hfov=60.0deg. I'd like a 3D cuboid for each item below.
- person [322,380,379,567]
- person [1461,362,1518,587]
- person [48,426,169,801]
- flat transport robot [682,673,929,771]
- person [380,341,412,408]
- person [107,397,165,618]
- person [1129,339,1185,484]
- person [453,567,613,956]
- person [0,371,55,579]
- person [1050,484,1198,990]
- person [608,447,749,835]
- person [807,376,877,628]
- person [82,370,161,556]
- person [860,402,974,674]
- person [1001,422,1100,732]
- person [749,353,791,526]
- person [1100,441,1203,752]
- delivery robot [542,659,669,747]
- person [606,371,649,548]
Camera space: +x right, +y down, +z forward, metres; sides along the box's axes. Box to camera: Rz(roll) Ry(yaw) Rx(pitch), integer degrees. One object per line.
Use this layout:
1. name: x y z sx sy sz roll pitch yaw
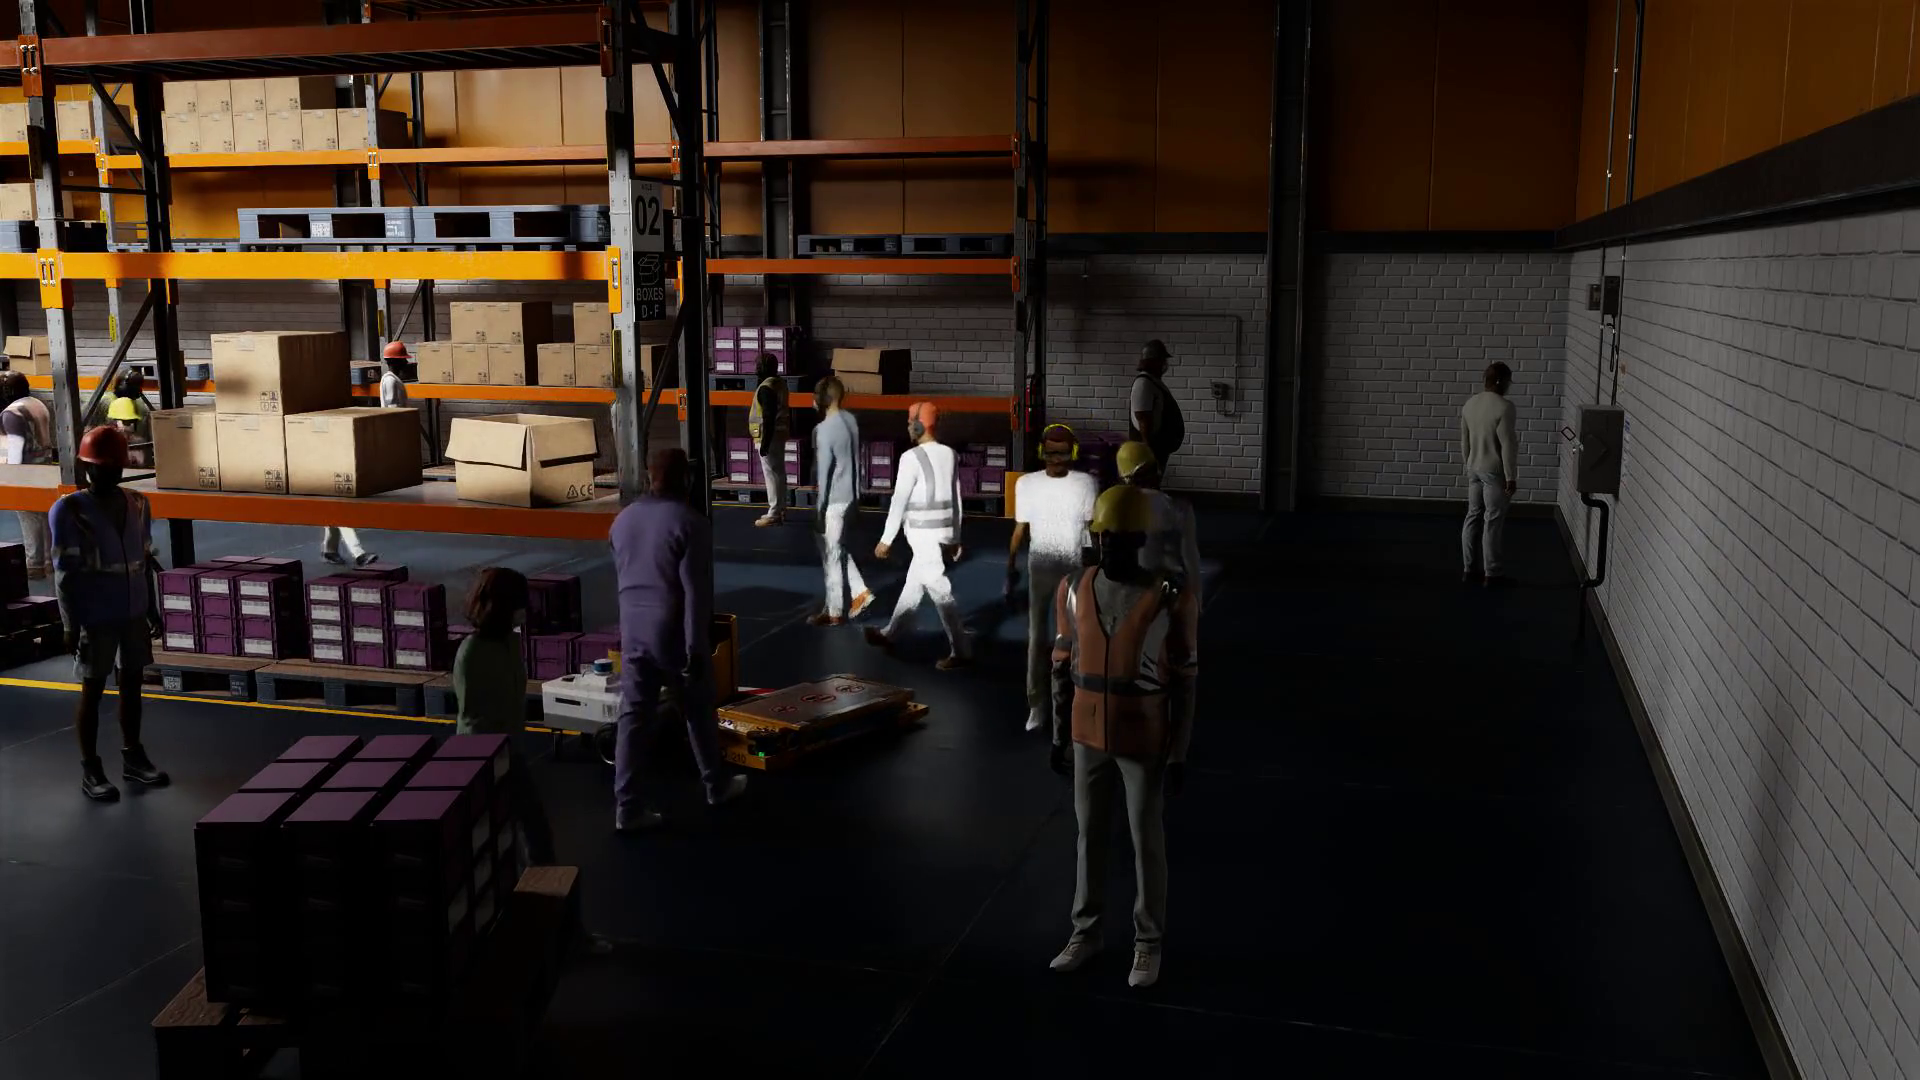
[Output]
1. person: -5.561 -0.621 15.097 0.948 1.784 0.612 6 11 32
2. person: 4.572 -0.566 14.340 0.371 1.936 0.627 -4 10 -22
3. person: -4.387 0.369 8.634 0.376 1.933 0.551 5 11 28
4. flat transport robot: -0.870 1.030 9.667 0.652 0.197 1.431 7 12 36
5. person: -6.113 -1.186 18.110 0.357 1.938 0.543 -4 10 -22
6. person: -6.485 -0.239 12.922 0.438 1.748 0.523 2 10 13
7. person: 1.933 -0.947 16.334 0.537 2.000 0.682 2 10 12
8. person: -1.875 0.885 6.567 0.882 1.587 0.513 2 10 13
9. person: -8.248 -0.571 14.670 0.430 1.838 0.624 -1 9 -6
10. person: 0.611 0.743 6.371 0.588 1.930 0.364 5 10 27
11. person: -1.428 0.475 8.239 0.657 1.851 0.904 5 11 28
12. person: -0.959 -0.280 12.605 0.442 1.929 0.649 4 10 22
13. person: -7.802 -0.684 15.529 0.779 1.788 0.692 3 10 16
14. person: -0.288 -0.028 11.374 1.013 1.822 0.581 5 11 30
15. person: 0.556 0.206 9.901 0.606 1.848 0.521 1 9 8
16. person: -2.024 -1.068 17.679 0.429 1.843 0.627 1 9 7
17. person: 1.083 0.340 9.265 0.613 1.784 0.530 7 12 38
18. delivery robot: -1.980 0.907 9.271 0.707 0.478 0.477 5 11 28
19. person: -3.091 -0.699 15.473 0.621 1.827 0.521 3 10 17
